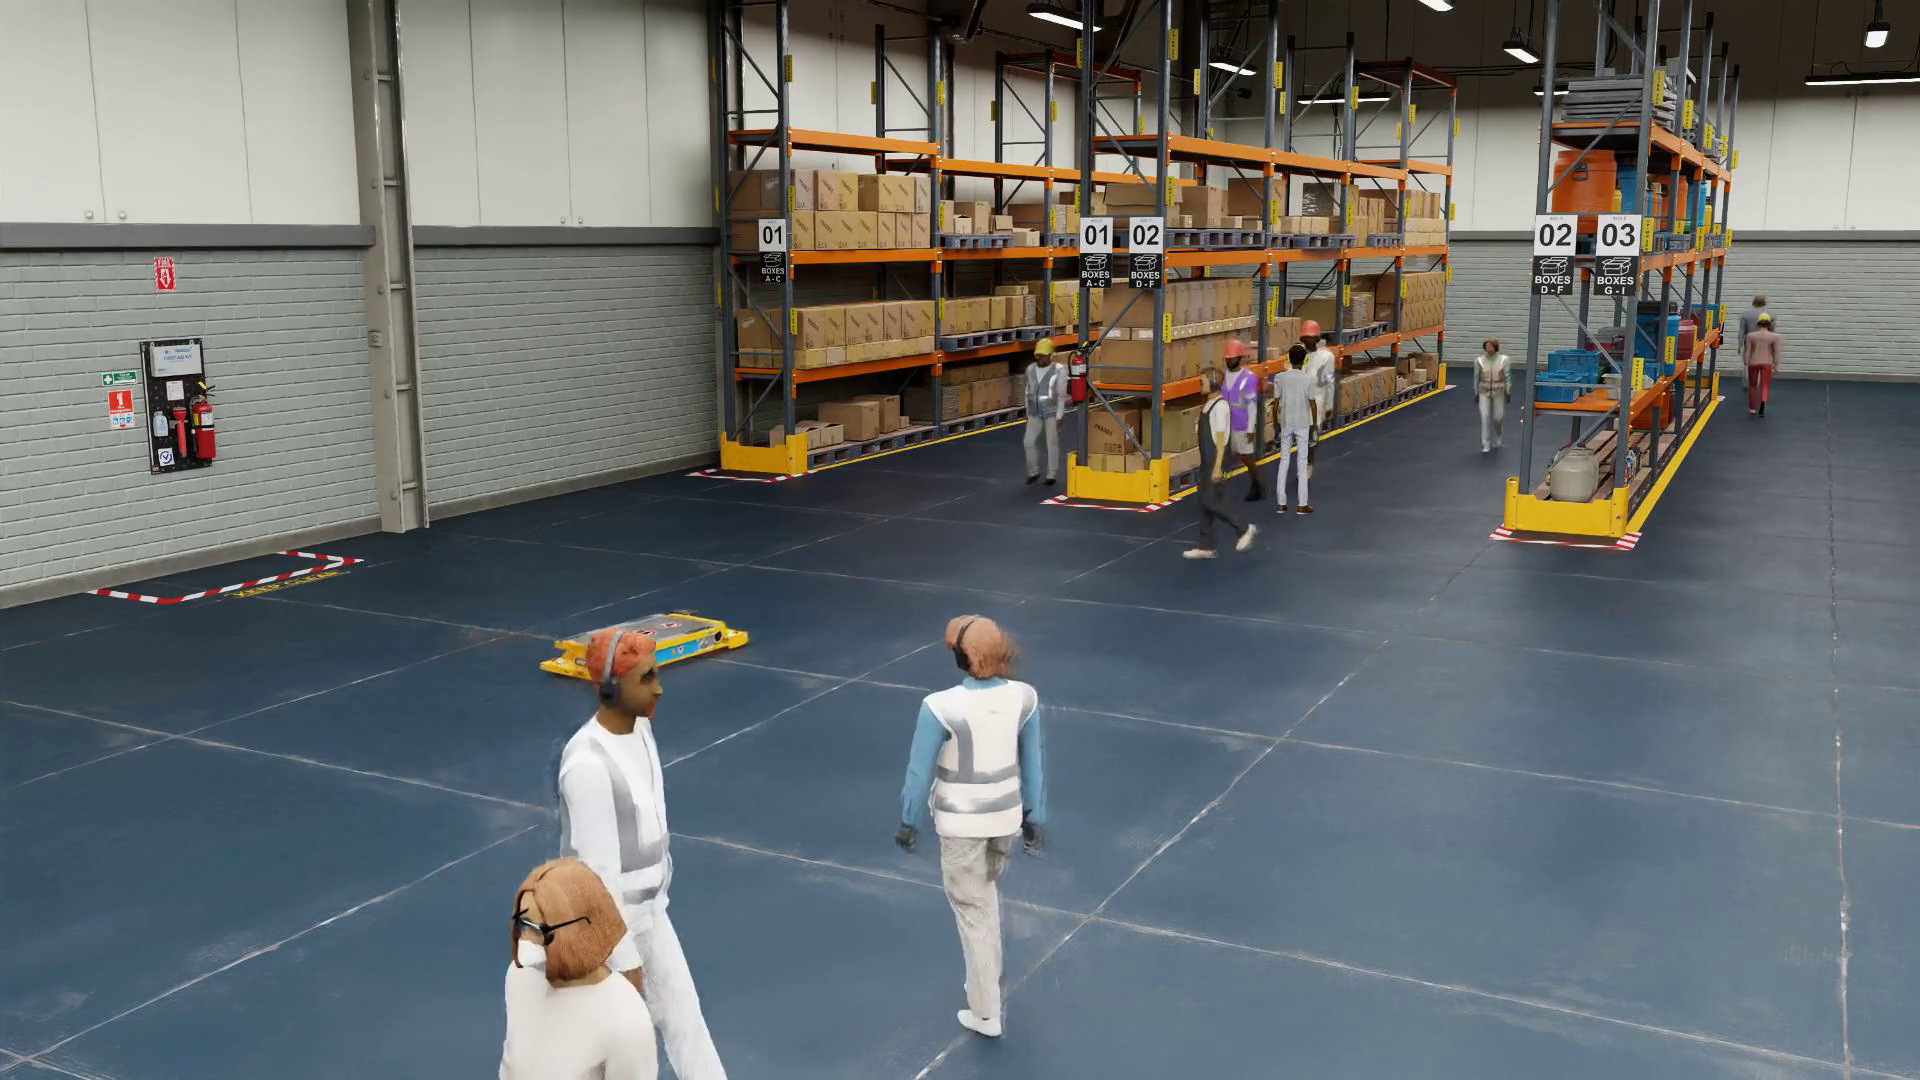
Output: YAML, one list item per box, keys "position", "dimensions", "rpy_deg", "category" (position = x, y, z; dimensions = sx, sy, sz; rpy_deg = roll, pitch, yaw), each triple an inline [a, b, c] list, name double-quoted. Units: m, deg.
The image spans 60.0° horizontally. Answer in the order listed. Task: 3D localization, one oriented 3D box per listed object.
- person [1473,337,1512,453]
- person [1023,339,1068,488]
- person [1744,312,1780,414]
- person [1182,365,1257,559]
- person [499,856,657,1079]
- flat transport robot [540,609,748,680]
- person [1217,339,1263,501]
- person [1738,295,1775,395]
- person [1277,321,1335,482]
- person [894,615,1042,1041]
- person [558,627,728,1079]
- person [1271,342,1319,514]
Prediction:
- position: [7.479, -2.049, 23.388]
  dimensions: [0.525, 1.621, 0.443]
  rpy_deg: [4, 11, 22]
  category: "person"
- position: [0.999, -1.513, 19.986]
  dimensions: [0.599, 1.799, 0.516]
  rpy_deg: [6, 12, 31]
  category: "person"
- position: [13.512, -2.964, 28.060]
  dimensions: [0.530, 1.748, 0.678]
  rpy_deg: [5, 11, 24]
  category: "person"
- position: [2.437, -0.718, 15.564]
  dimensions: [0.590, 1.833, 0.520]
  rpy_deg: [-1, 10, -8]
  category: "person"
- position: [-0.905, 1.525, 3.887]
  dimensions: [0.503, 1.632, 0.295]
  rpy_deg: [7, 13, 35]
  category: "person"
- position: [-2.232, 0.741, 11.874]
  dimensions: [0.652, 0.197, 1.431]
  rpy_deg: [7, 13, 33]
  category: "flat transport robot"
- position: [3.143, -1.328, 18.769]
  dimensions: [0.550, 1.895, 0.979]
  rpy_deg: [9, 13, 39]
  category: "person"
- position: [15.310, -3.755, 32.003]
  dimensions: [0.649, 1.879, 1.031]
  rpy_deg: [4, 11, 21]
  category: "person"
- position: [4.210, -1.665, 20.288]
  dimensions: [0.613, 1.989, 1.032]
  rpy_deg: [5, 12, 26]
  category: "person"
- position: [0.017, 1.075, 6.365]
  dimensions: [0.523, 1.619, 0.561]
  rpy_deg: [-7, 13, -35]
  category: "person"
- position: [-1.025, 1.179, 5.235]
  dimensions: [0.999, 1.828, 0.602]
  rpy_deg: [2, 11, 10]
  category: "person"
- position: [3.667, -1.217, 18.176]
  dimensions: [0.531, 1.876, 0.322]
  rpy_deg: [5, 12, 27]
  category: "person"
